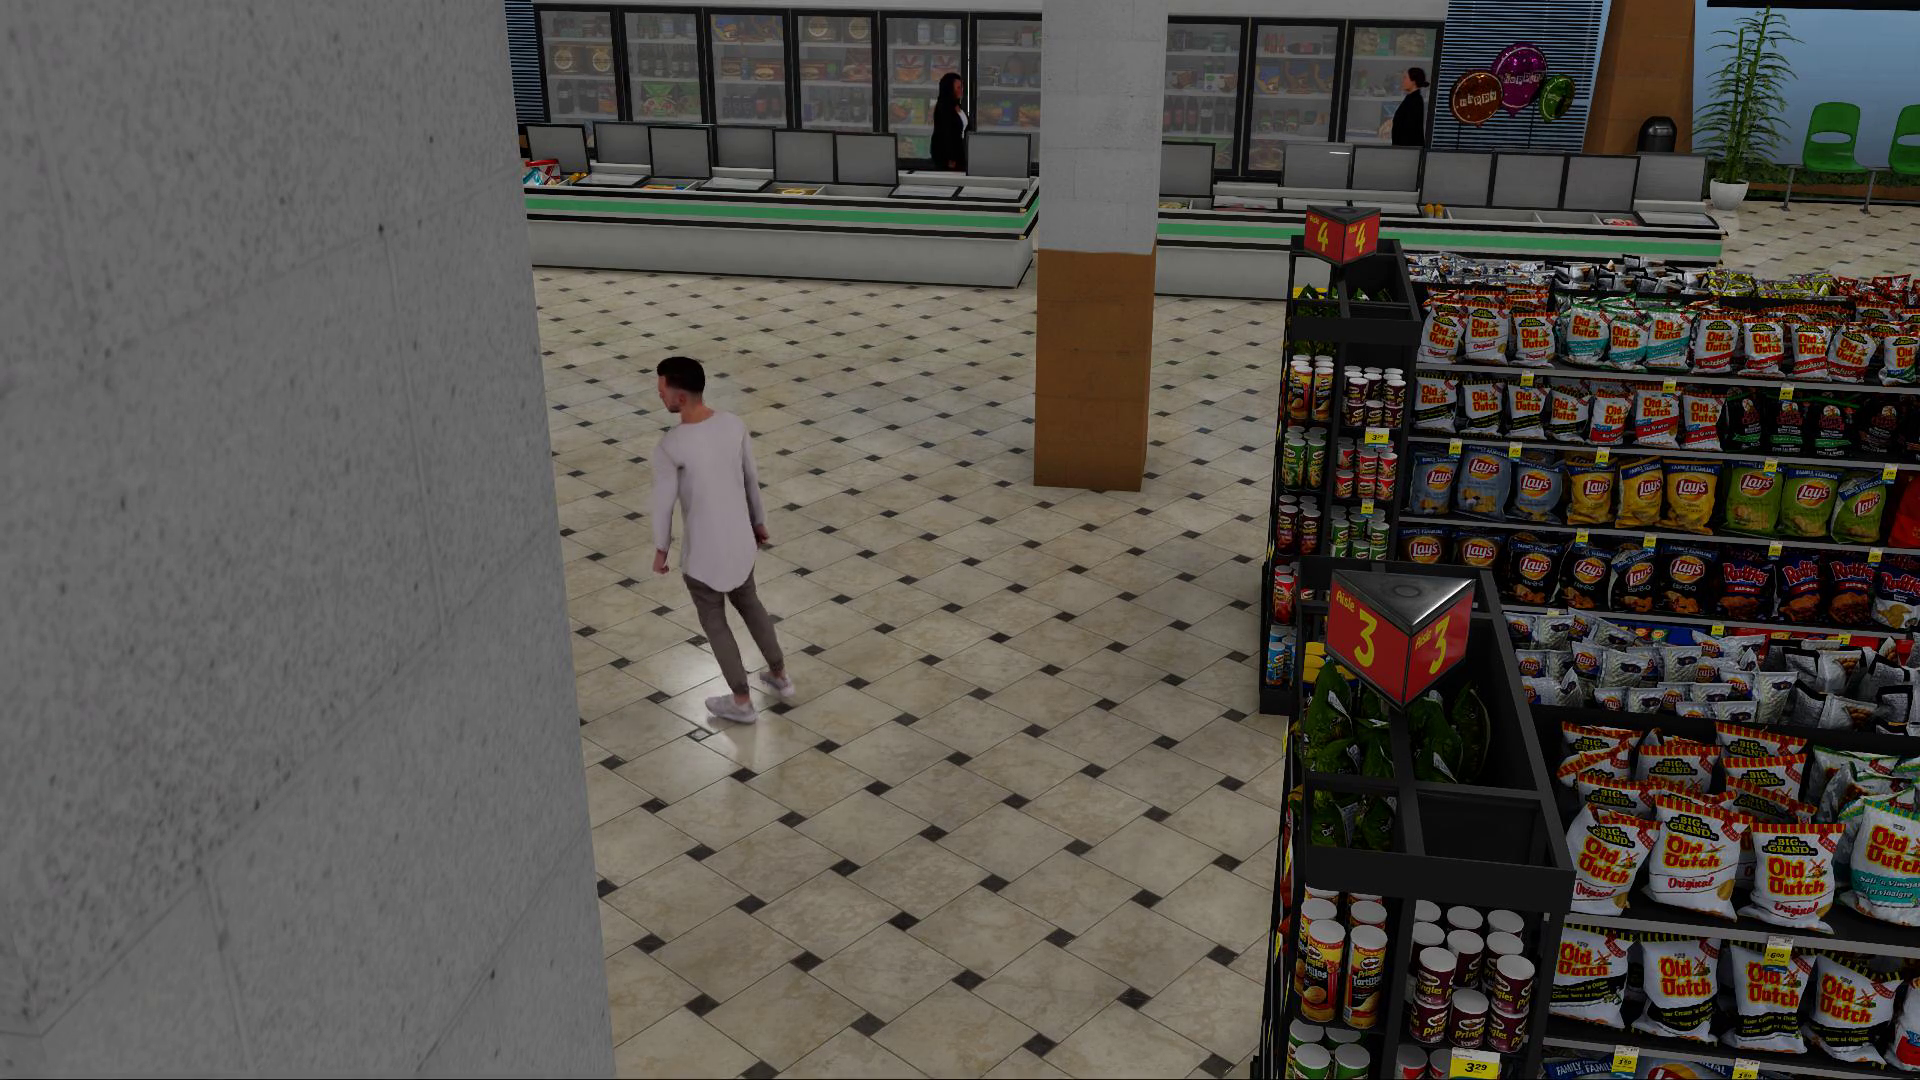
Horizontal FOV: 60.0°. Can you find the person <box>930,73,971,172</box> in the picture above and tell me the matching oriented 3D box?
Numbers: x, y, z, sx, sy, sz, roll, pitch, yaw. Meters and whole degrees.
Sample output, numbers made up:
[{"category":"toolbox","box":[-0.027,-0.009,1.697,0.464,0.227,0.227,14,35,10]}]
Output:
[{"category":"person","box":[-0.193,-3.972,17.090,0.607,1.604,0.641,4,24,9]}]

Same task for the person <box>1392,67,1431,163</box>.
[{"category":"person","box":[4.509,-3.868,16.709,0.572,1.719,0.639,5,24,12]}]

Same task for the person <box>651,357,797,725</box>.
[{"category":"person","box":[-1.080,0.025,7.712,0.871,1.798,0.868,-13,27,-27]}]
